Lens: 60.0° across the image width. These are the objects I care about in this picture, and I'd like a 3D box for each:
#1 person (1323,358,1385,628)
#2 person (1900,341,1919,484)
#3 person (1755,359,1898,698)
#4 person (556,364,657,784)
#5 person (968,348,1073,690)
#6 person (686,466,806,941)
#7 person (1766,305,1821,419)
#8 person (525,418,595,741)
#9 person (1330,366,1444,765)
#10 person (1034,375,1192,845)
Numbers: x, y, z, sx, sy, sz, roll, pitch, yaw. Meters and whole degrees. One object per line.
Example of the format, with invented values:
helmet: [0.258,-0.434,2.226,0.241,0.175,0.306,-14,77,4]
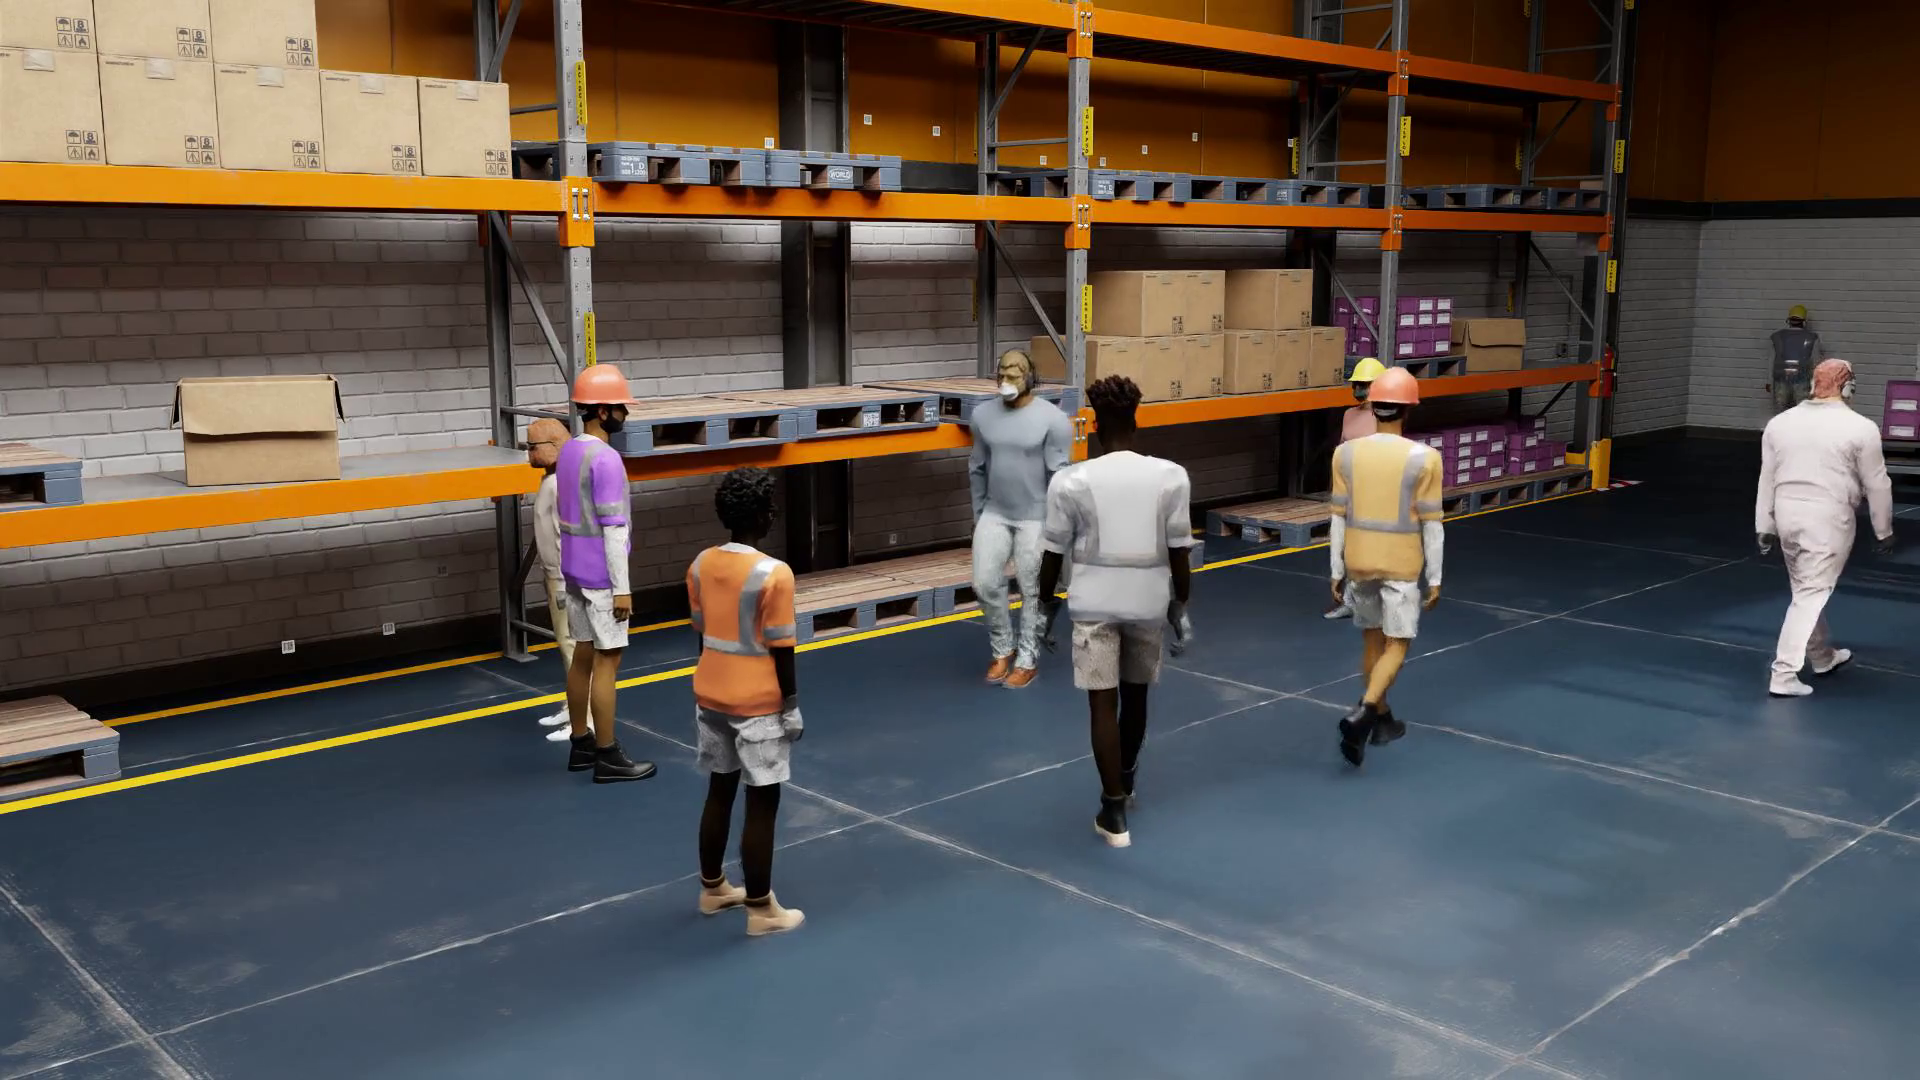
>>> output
person: [2.661,-0.310,10.948,0.308,1.772,0.526,-5,11,-29]
person: [10.390,-1.532,17.775,0.575,1.882,0.355,-4,10,-21]
person: [4.862,-0.068,9.271,0.965,1.857,0.638,-5,11,-27]
person: [-1.659,0.154,7.740,0.379,1.937,0.548,-7,12,-35]
person: [0.306,-0.101,9.270,0.658,1.922,0.471,5,11,26]
person: [-0.773,0.578,5.994,0.533,1.693,0.321,9,13,43]
person: [10.356,-1.997,20.673,0.613,1.825,0.403,7,12,35]
person: [-2.030,0.194,8.428,0.282,1.626,0.503,-4,10,-20]
person: [2.025,0.123,8.010,0.555,1.911,0.848,7,12,35]
person: [0.633,0.265,7.090,0.633,1.930,0.817,-1,10,-8]
